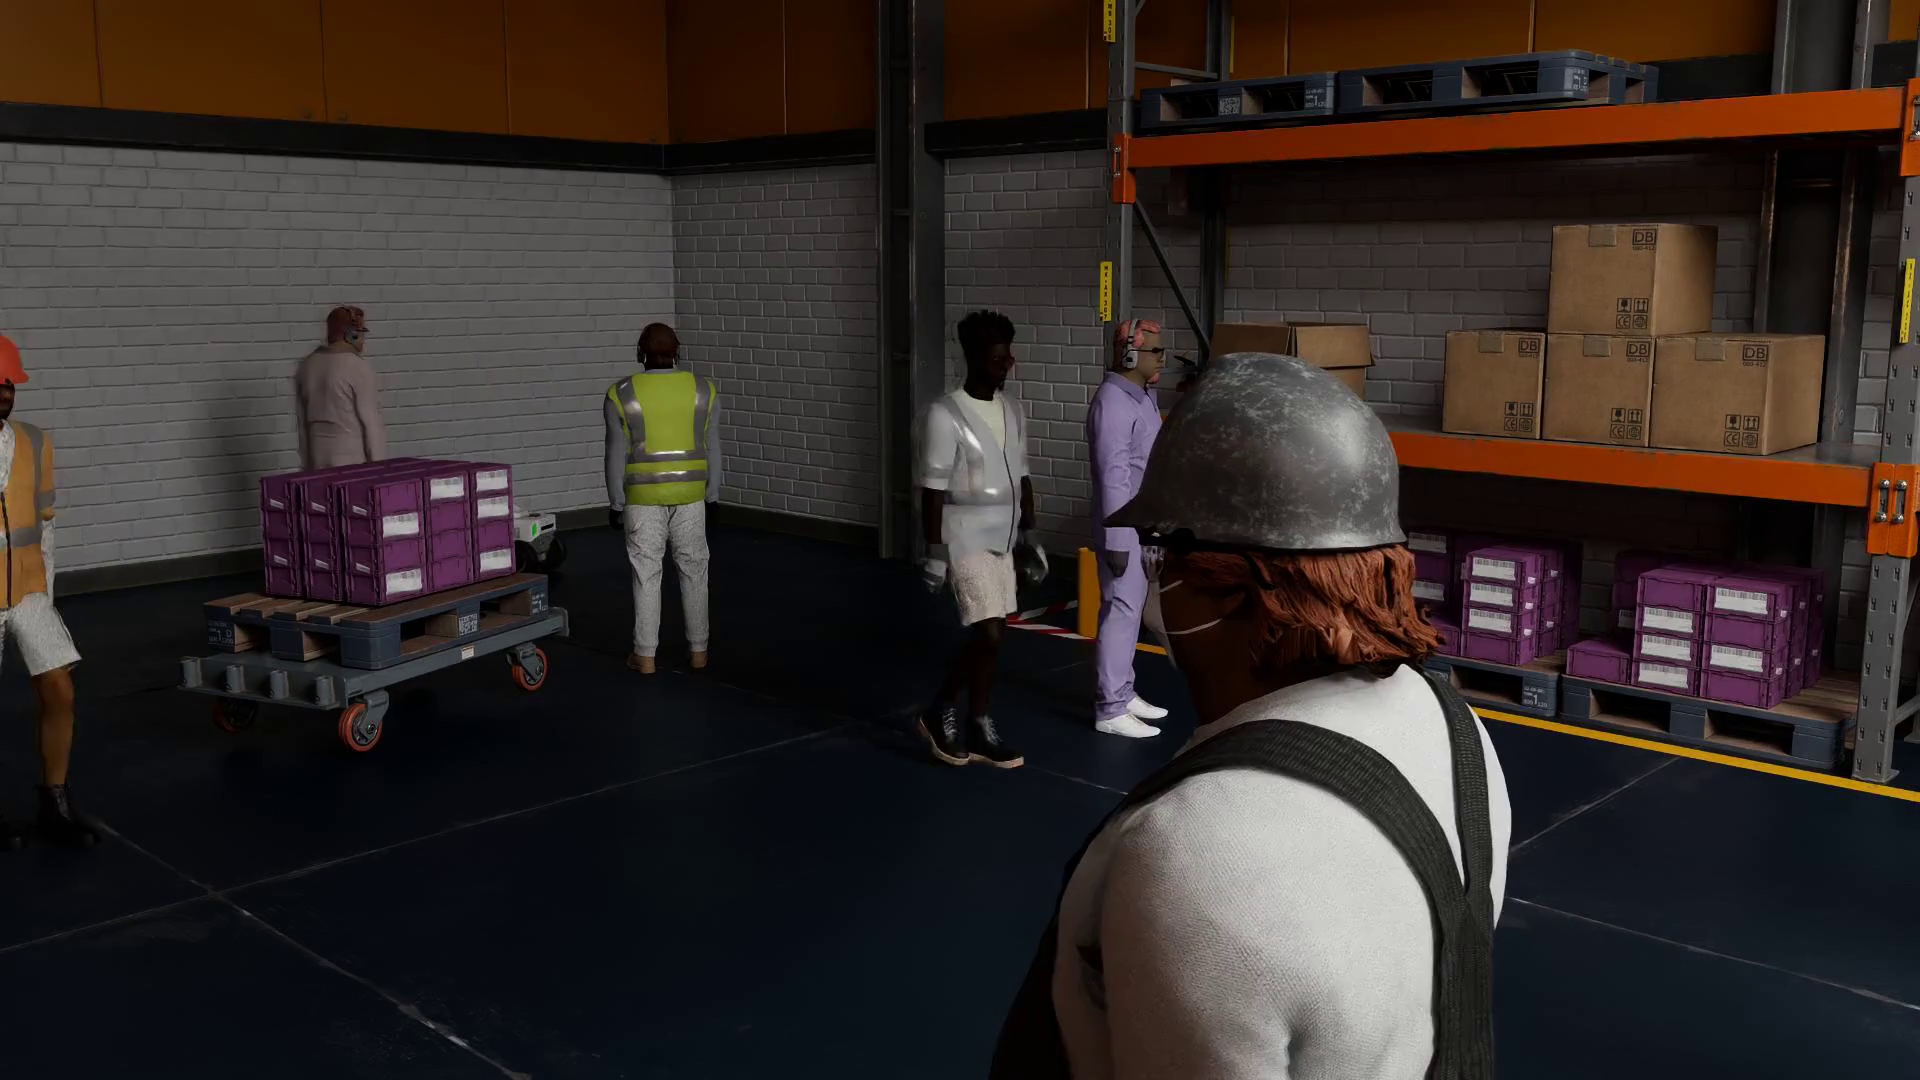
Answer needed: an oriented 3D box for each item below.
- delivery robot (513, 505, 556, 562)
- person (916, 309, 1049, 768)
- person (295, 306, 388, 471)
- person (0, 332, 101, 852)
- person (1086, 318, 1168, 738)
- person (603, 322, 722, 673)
[{"bbox_3d":[-3.178,-0.074,11.525,0.707,0.478,0.477,2,9,14],"label":"delivery robot"},{"bbox_3d":[0.104,0.009,7.017,0.414,1.950,0.620,6,11,34],"label":"person"},{"bbox_3d":[-3.761,-0.459,10.142,0.698,1.903,0.475,5,11,29],"label":"person"},{"bbox_3d":[-3.417,0.208,5.939,0.685,1.912,0.556,6,11,33],"label":"person"},{"bbox_3d":[0.787,-0.055,7.599,0.404,1.900,0.638,2,10,13],"label":"person"},{"bbox_3d":[-1.564,-0.218,8.761,0.627,1.844,0.429,-4,10,-24],"label":"person"}]
